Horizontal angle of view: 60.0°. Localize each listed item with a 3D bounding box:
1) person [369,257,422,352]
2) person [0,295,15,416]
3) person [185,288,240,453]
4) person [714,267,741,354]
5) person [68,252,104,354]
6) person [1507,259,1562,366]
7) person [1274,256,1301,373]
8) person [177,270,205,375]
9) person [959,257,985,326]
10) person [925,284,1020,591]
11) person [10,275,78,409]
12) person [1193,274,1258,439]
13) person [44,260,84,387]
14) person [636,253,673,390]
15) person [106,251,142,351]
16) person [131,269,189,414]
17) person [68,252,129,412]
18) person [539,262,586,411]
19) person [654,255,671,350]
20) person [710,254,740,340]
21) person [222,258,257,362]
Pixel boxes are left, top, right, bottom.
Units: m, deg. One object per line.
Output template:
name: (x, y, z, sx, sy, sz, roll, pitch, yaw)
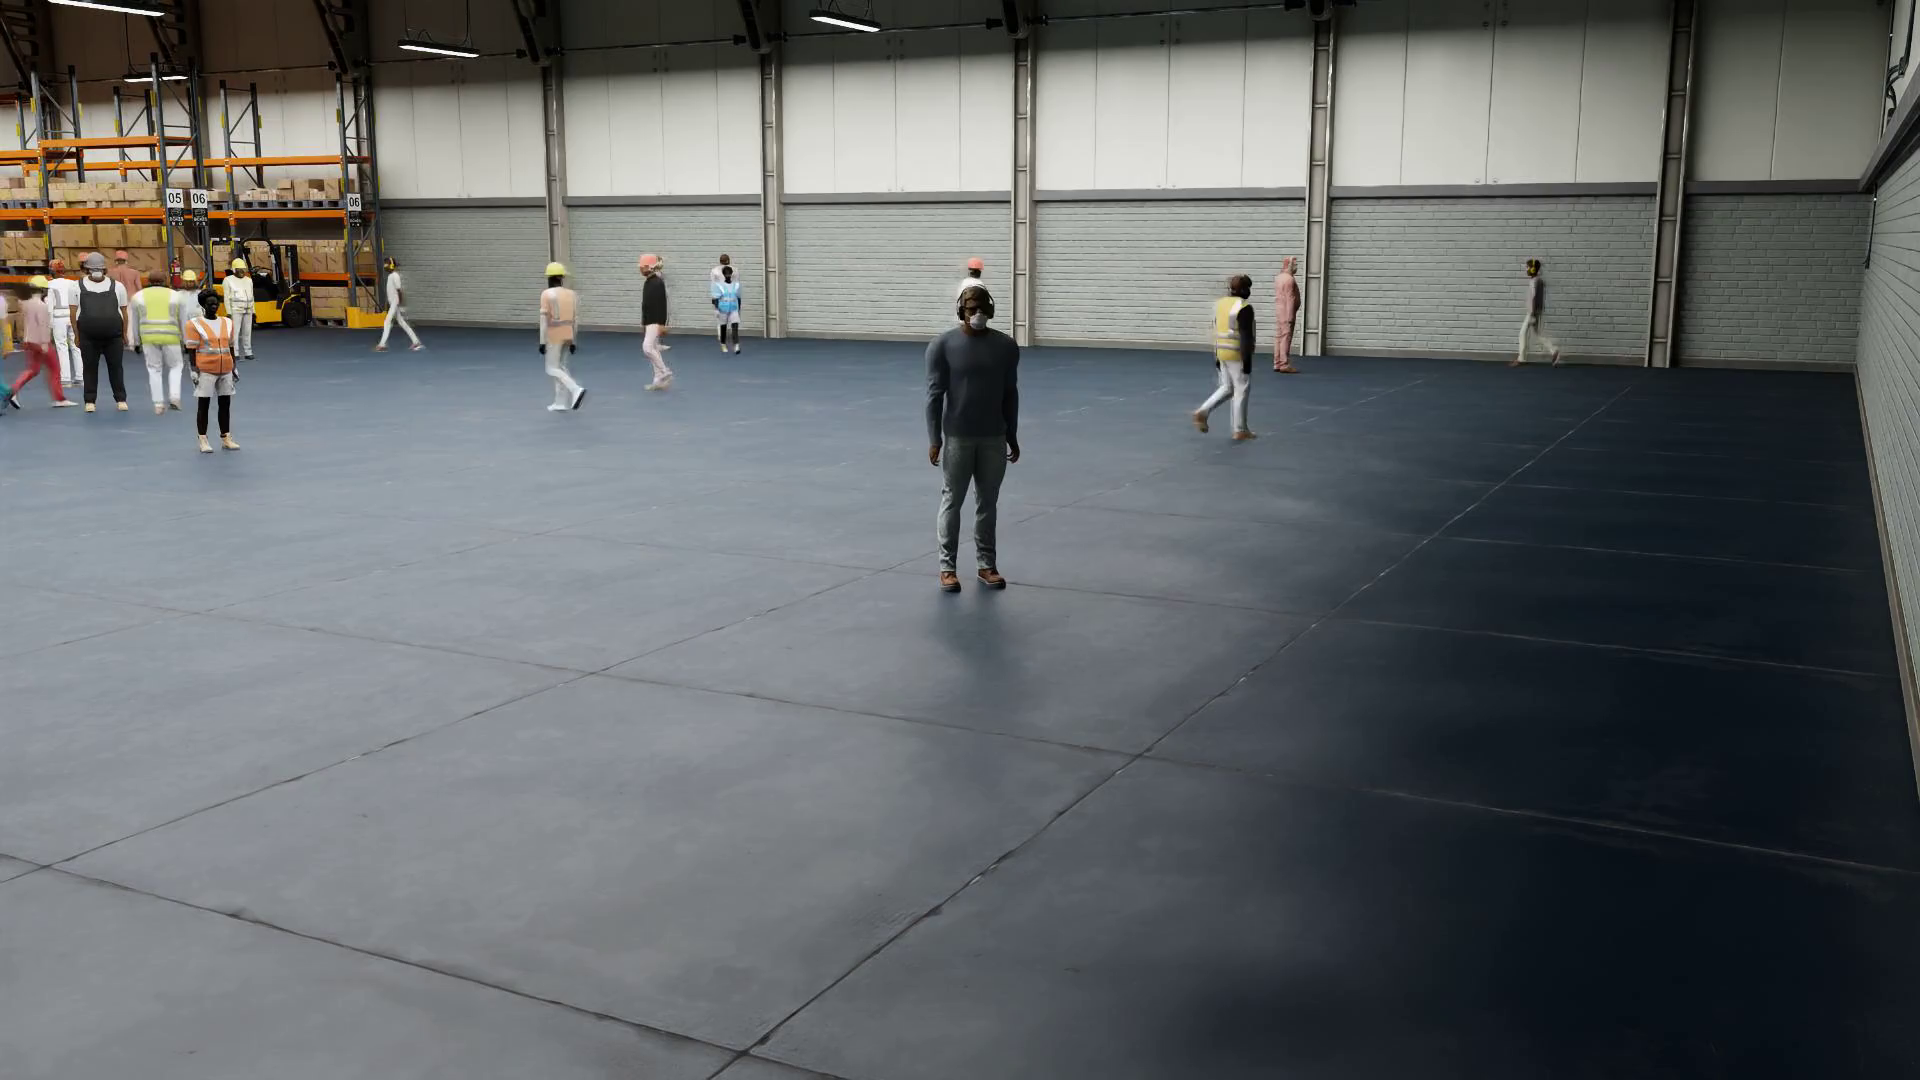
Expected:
person: (-10.937, -4.549, 32.173, 1.007, 1.827, 0.528, -5, 12, -27)
person: (-12.040, -2.445, 20.668, 0.567, 1.829, 0.537, 3, 11, 16)
person: (-7.740, -1.756, 17.256, 0.317, 1.695, 0.540, 8, 13, 35)
person: (-4.392, -4.350, 31.512, 0.543, 1.645, 0.872, -4, 11, -20)
person: (-16.460, -4.433, 31.258, 0.830, 1.908, 0.581, -1, 10, -4)
person: (9.855, -3.867, 28.387, 0.797, 1.844, 0.526, 6, 12, 31)
person: (5.367, -3.683, 27.201, 0.403, 1.904, 0.652, -1, 10, -5)
person: (-11.911, -3.333, 25.814, 0.485, 1.718, 0.740, -4, 11, -22)
person: (0.110, -3.447, 25.925, 0.830, 1.913, 0.551, -8, 13, -39)
person: (0.086, -0.645, 10.547, 0.635, 1.934, 0.352, -4, 11, -20)
person: (-11.989, -2.561, 21.551, 0.532, 1.734, 0.799, 8, 13, 38)
person: (2.960, -2.006, 18.296, 0.633, 1.828, 0.639, -4, 11, -20)
person: (-13.274, -3.198, 24.614, 0.362, 1.883, 0.575, 4, 11, 23)
person: (-4.457, -3.145, 24.064, 0.440, 1.973, 0.646, -5, 12, -27)
person: (-16.304, -4.668, 32.502, 0.640, 1.941, 1.037, -4, 11, -21)
person: (-10.072, -2.502, 20.984, 0.666, 1.823, 0.435, -4, 11, -20)
person: (-10.945, -2.651, 21.201, 0.680, 2.000, 0.537, -6, 12, -31)
person: (-5.048, -2.566, 21.106, 0.641, 1.905, 0.599, 5, 12, 27)
person: (-5.956, -4.667, 32.729, 0.345, 1.846, 0.506, -7, 13, -34)
person: (-5.028, -5.209, 35.696, 0.631, 1.840, 0.428, -1, 10, -7)
person: (-12.799, -4.090, 29.614, 0.404, 1.829, 0.600, 6, 12, 30)
